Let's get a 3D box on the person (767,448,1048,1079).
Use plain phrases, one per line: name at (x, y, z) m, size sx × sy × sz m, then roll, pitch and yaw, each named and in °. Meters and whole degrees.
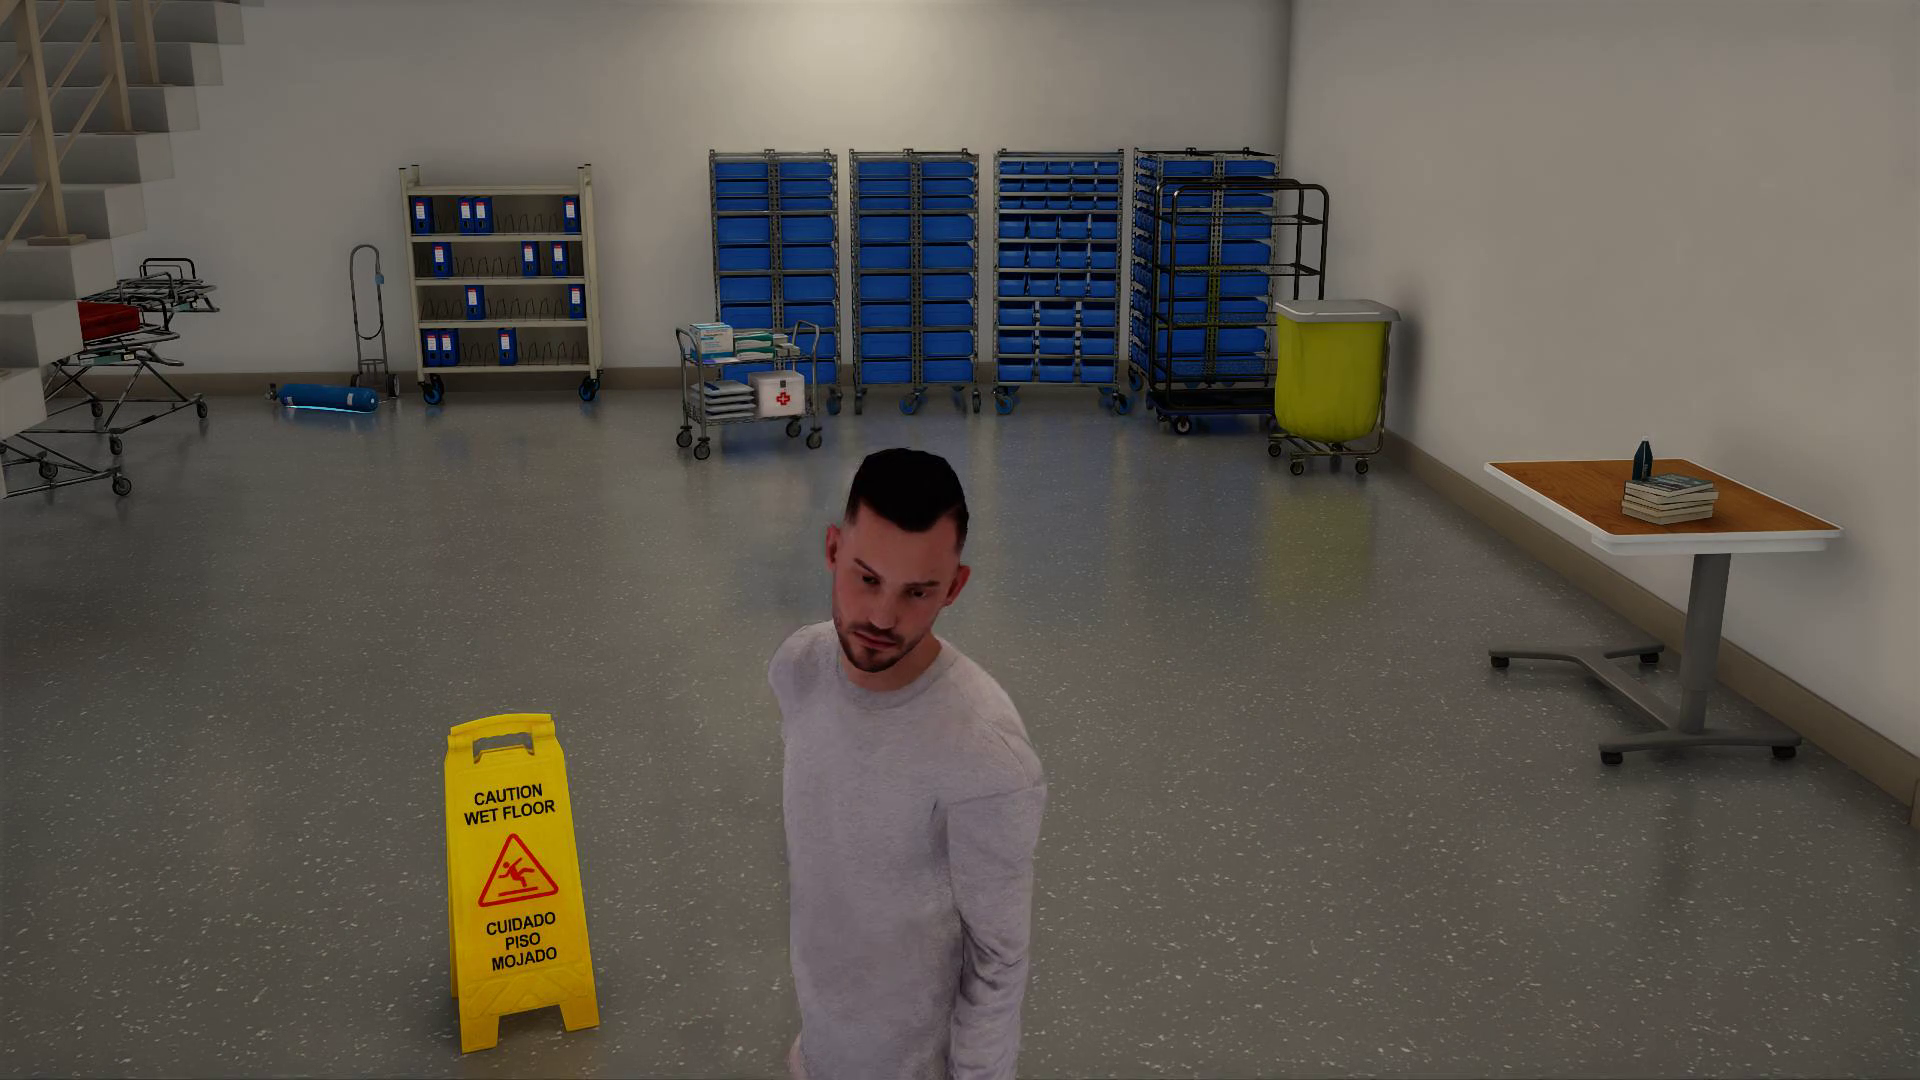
person at (-0.092, 0.718, 2.479) m, size 0.987 × 1.805 × 0.785 m, roll -7°, pitch 17°, yaw -23°
